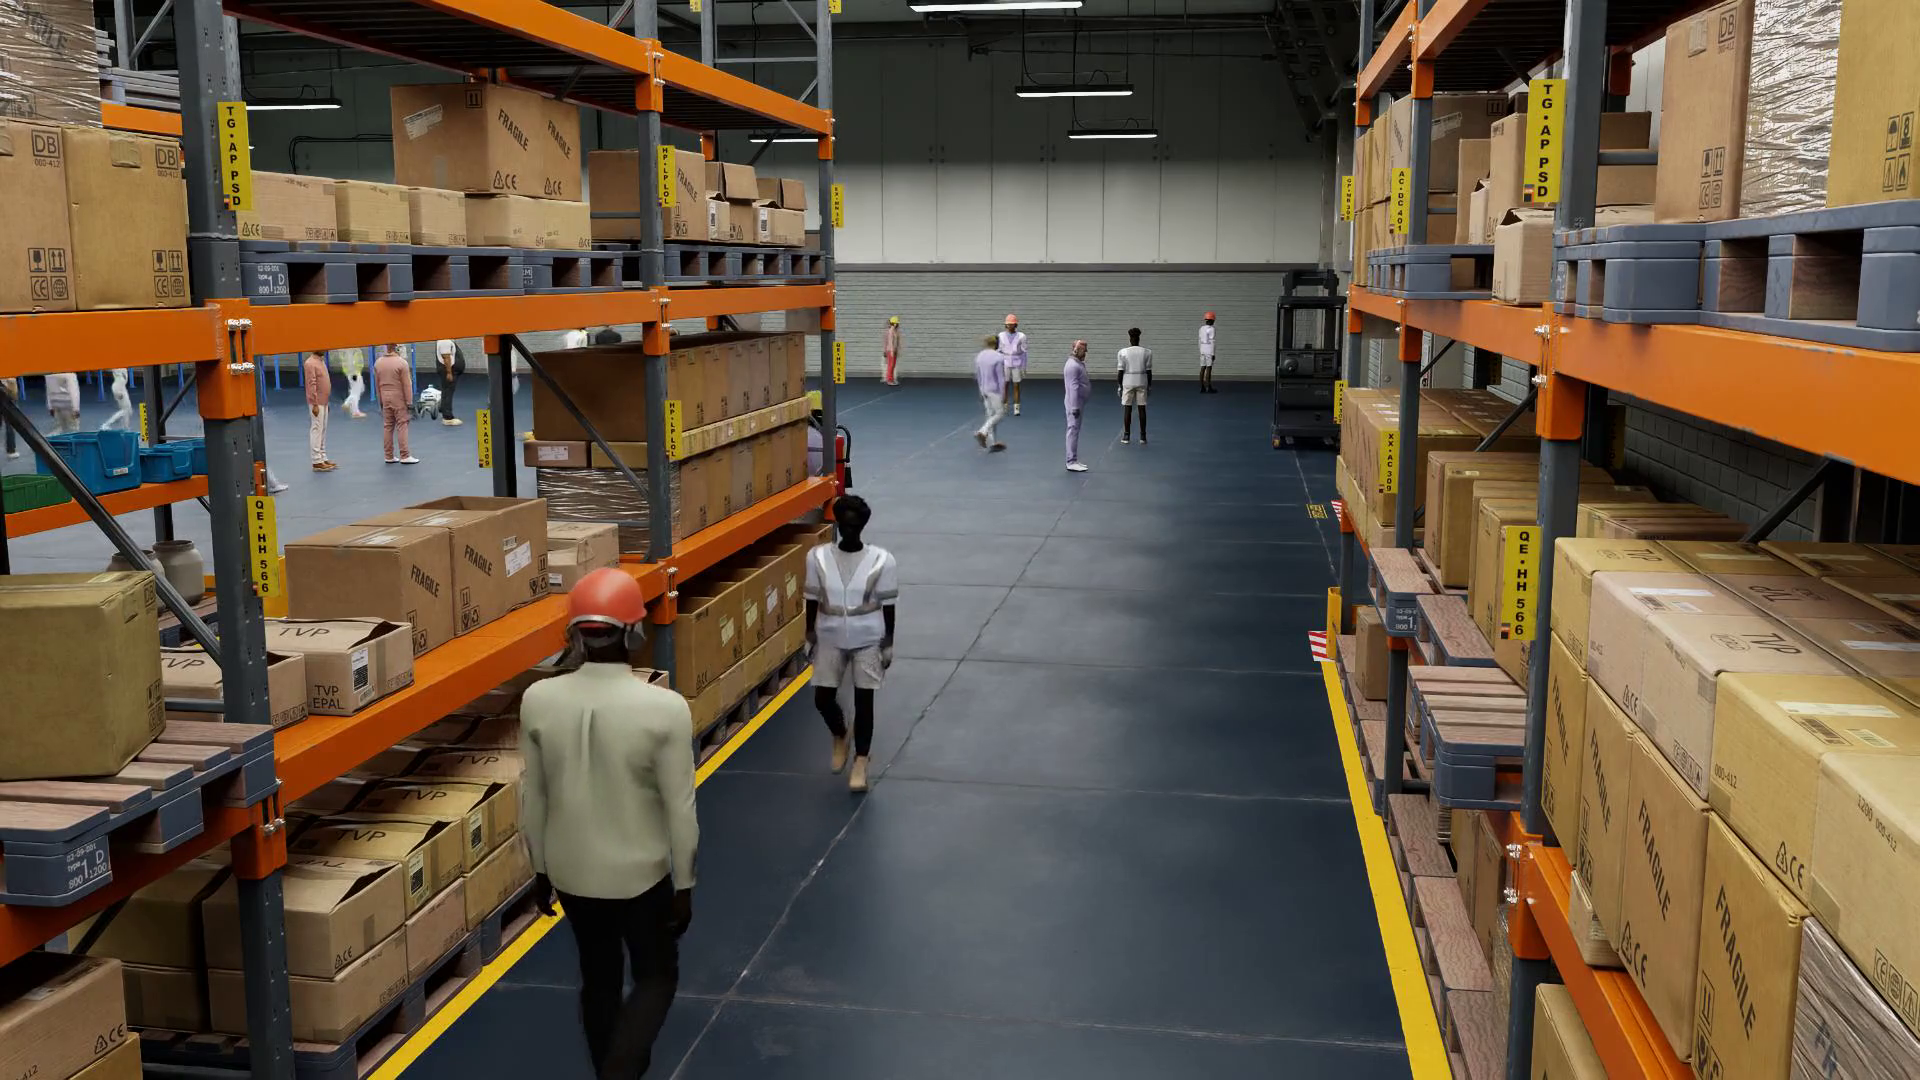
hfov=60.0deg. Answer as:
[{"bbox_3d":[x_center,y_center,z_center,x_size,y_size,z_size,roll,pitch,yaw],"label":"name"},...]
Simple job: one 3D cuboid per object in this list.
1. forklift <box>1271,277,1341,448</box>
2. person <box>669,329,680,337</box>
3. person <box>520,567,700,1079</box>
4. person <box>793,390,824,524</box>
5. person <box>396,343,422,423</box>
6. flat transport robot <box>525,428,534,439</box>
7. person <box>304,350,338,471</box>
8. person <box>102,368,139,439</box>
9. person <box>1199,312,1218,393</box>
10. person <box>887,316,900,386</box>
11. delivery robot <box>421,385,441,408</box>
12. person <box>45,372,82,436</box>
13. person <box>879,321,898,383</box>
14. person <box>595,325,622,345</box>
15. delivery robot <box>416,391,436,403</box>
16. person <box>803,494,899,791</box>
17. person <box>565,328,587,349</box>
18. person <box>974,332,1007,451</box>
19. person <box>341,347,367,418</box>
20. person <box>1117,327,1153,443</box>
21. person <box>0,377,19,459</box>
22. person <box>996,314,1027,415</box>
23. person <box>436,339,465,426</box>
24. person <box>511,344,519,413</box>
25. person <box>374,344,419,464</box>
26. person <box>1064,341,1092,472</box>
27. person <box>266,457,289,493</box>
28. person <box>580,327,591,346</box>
[{"bbox_3d":[5.847,-3.016,27.970,1.129,2.768,1.873,1,9,9],"label":"forklift"},{"bbox_3d":[-5.287,-2.936,30.501,0.530,1.854,0.517,7,11,36],"label":"person"},{"bbox_3d":[-1.150,1.075,5.394,0.623,1.975,0.692,2,9,12],"label":"person"},{"bbox_3d":[-1.366,-0.375,14.622,0.957,1.888,0.595,-3,10,-18],"label":"person"},{"bbox_3d":[-10.774,-3.202,32.246,0.836,1.810,0.645,-7,12,-39],"label":"person"},{"bbox_3d":[-6.835,-1.912,29.182,1.431,0.197,0.652,-5,10,-27],"label":"flat transport robot"},{"bbox_3d":[-9.415,-2.026,24.456,0.381,1.994,0.619,-1,9,-7],"label":"person"},{"bbox_3d":[-14.517,-2.578,28.669,0.476,1.729,0.492,-6,11,-31],"label":"person"},{"bbox_3d":[5.960,-4.507,39.927,0.376,1.939,0.547,-5,10,-27],"label":"person"},{"bbox_3d":[-1.686,-4.819,42.418,0.338,1.757,0.518,1,9,9],"label":"person"},{"bbox_3d":[-11.005,-2.979,34.602,0.477,0.478,0.707,-2,9,-11],"label":"delivery robot"},{"bbox_3d":[-13.495,-2.015,24.970,0.606,1.816,0.566,5,10,27],"label":"person"},{"bbox_3d":[-1.856,-4.859,43.069,0.628,1.614,0.540,9,13,43],"label":"person"},{"bbox_3d":[-7.547,-3.844,35.727,0.626,1.980,0.559,2,9,10],"label":"person"},{"bbox_3d":[-10.622,-2.848,32.998,0.335,0.223,0.698,-1,9,-6],"label":"delivery robot"},{"bbox_3d":[-0.615,0.574,9.344,0.553,1.684,0.363,1,9,5],"label":"person"},{"bbox_3d":[-8.472,-3.922,36.408,0.622,1.918,0.752,6,11,32],"label":"person"},{"bbox_3d":[0.492,-2.385,26.862,0.619,1.925,0.646,-7,11,-36],"label":"person"},{"bbox_3d":[-12.097,-3.357,33.190,0.450,1.821,0.647,-4,10,-21],"label":"person"},{"bbox_3d":[2.968,-2.627,28.249,0.604,1.965,0.367,0,9,-2],"label":"person"},{"bbox_3d":[-14.836,-2.143,25.700,0.525,1.826,0.639,-1,9,-6],"label":"person"},{"bbox_3d":[1.034,-3.543,33.664,0.615,2.040,0.391,1,9,7],"label":"person"},{"bbox_3d":[-9.701,-3.203,31.705,0.535,2.000,0.684,-3,10,-20],"label":"person"},{"bbox_3d":[-9.206,-3.470,33.662,0.676,1.890,0.424,4,10,22],"label":"person"},{"bbox_3d":[-8.552,-2.111,25.253,0.646,1.908,0.408,4,10,22],"label":"person"},{"bbox_3d":[1.726,-1.973,24.424,0.406,1.902,0.637,1,9,5],"label":"person"},{"bbox_3d":[-9.294,-1.378,21.687,0.853,1.593,0.524,-9,13,-43],"label":"person"},{"bbox_3d":[-8.558,-4.096,37.687,0.627,1.847,0.429,6,11,35],"label":"person"}]
